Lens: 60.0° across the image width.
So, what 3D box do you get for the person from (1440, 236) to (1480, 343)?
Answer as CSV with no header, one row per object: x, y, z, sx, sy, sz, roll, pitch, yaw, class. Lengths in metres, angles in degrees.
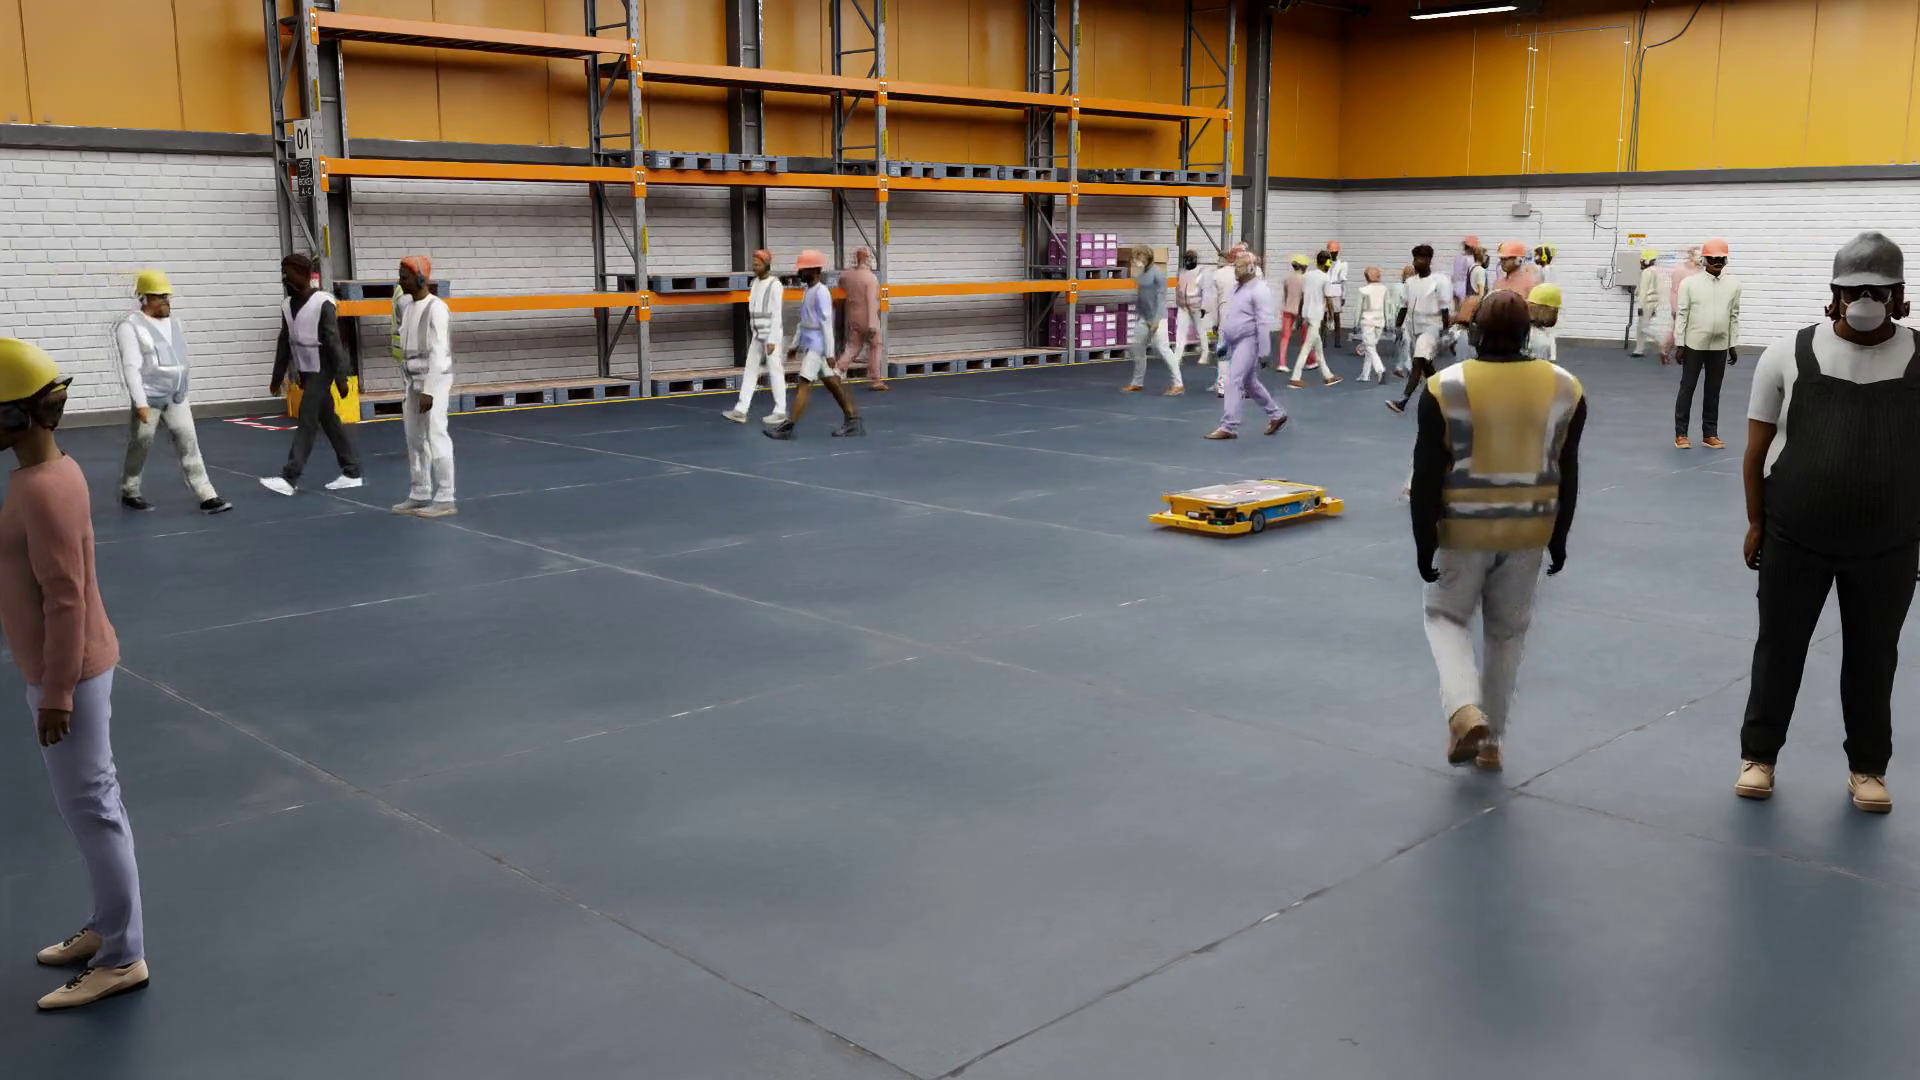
8.894,-4.392,29.612,0.685,2.007,0.643,-2,11,-11,person

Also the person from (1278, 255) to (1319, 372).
5.051,-3.368,24.761,0.883,1.722,0.541,-9,14,-40,person

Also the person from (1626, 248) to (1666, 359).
11.271,-3.837,27.093,0.653,1.811,0.602,7,13,34,person

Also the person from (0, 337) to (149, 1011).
-2.394,0.351,4.384,0.328,1.765,0.532,-5,12,-27,person

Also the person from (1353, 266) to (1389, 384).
5.667,-2.936,22.761,0.521,1.607,0.792,-4,11,-20,person

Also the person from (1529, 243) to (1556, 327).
9.306,-3.781,26.566,0.677,1.889,0.622,1,10,8,person

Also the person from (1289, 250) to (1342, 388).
4.770,-2.931,22.137,0.932,1.811,0.528,-5,11,-24,person

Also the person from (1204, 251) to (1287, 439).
2.901,-1.944,16.628,0.917,1.872,0.642,-3,11,-15,person

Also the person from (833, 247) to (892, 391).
-1.294,-2.840,21.471,0.833,1.877,0.650,-9,14,-40,person

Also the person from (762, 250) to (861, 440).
-1.444,-1.932,16.544,1.022,1.884,0.552,-3,11,-15,person

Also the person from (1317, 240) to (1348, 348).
6.697,-4.431,30.022,0.549,1.927,0.397,4,11,21,person

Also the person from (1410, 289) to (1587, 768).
1.992,-0.014,6.209,0.630,1.828,0.516,1,10,3,person

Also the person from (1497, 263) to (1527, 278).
9.754,-4.264,29.300,0.634,1.877,0.981,-1,10,-7,person

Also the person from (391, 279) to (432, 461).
-4.892,-1.630,15.000,0.430,1.837,0.619,-4,11,-19,person

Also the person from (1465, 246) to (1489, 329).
8.234,-3.749,26.523,0.327,1.842,0.514,-1,10,-5,person

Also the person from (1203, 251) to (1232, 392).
3.518,-2.826,21.539,0.703,1.828,0.571,-2,11,-13,person

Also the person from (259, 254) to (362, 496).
-5.171,-1.293,13.048,0.617,1.865,0.963,9,14,40,person

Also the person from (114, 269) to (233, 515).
-5.786,-1.054,12.014,0.950,1.780,0.612,4,11,21,person

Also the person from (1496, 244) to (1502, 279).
9.901,-4.396,29.969,0.605,1.891,0.718,1,10,3,person

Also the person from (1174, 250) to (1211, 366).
3.628,-3.616,25.946,0.633,1.803,0.949,7,13,34,person

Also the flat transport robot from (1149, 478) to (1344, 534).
2.041,-0.254,11.752,1.431,0.197,0.652,-10,14,-43,flat transport robot

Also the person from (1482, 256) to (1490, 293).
9.562,-4.436,30.722,0.366,1.679,0.601,0,10,1,person

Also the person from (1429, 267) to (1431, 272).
6.935,-3.357,25.053,0.545,1.586,0.864,6,12,28,person

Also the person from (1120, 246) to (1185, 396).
2.451,-2.785,21.193,0.562,1.889,0.802,-4,11,-23,person

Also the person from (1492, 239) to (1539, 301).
5.530,-1.998,16.592,0.542,1.983,0.630,-5,12,-25,person

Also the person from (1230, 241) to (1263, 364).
3.786,-3.044,22.421,0.631,1.940,0.370,6,12,31,person

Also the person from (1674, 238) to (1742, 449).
7.098,-1.860,15.812,0.610,1.995,0.375,0,10,-2,person

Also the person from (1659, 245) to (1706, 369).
11.183,-3.586,25.578,0.656,1.876,0.904,-2,11,-11,person

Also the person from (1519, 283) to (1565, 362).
3.728,-0.883,11.271,0.787,1.704,0.538,-2,11,-11,person

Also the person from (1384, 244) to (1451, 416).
5.148,-2.360,18.751,1.005,1.909,0.634,-6,12,-29,person

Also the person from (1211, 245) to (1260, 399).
3.451,-2.715,20.722,0.644,1.905,0.400,5,12,27,person

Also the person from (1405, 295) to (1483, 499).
3.712,-1.001,12.223,0.823,1.601,0.502,1,10,5,person

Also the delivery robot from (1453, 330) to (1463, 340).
8.658,-3.397,27.868,0.707,0.478,0.477,6,12,30,delivery robot

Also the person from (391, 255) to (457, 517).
-3.856,-1.100,11.974,0.393,1.881,0.603,-10,14,-44,person

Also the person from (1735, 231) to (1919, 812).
3.119,-0.057,5.855,0.678,2.000,0.537,4,11,22,person

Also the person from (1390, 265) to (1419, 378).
6.380,-3.074,23.502,0.492,1.591,0.779,-4,11,-19,person

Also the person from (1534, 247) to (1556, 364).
9.006,-3.639,25.945,0.758,1.837,0.559,6,12,28,person

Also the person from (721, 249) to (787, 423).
-2.178,-2.154,17.761,0.777,1.861,0.609,-8,13,-39,person
